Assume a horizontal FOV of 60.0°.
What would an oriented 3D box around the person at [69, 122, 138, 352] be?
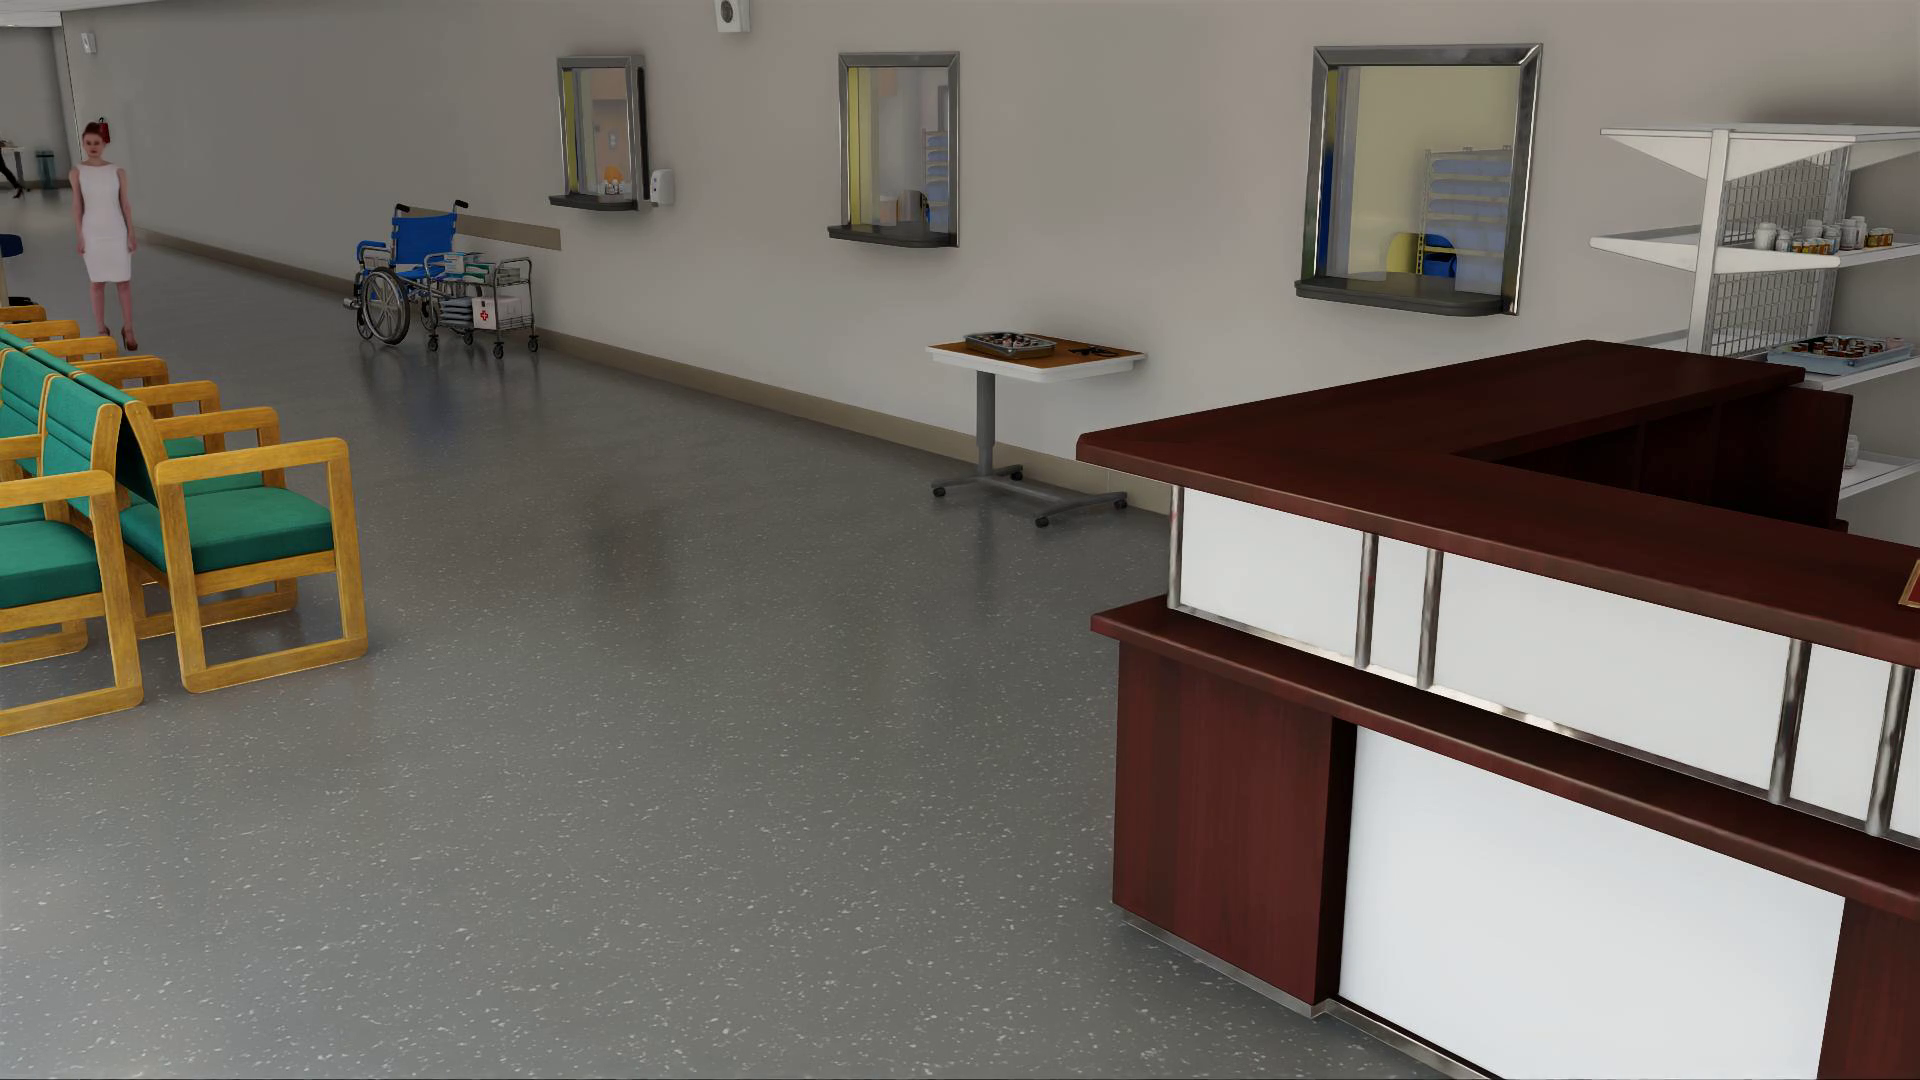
[{"bbox_3d":[-6.765,-2.385,13.179,0.486,1.794,0.673,-9,18,-29],"label":"person"}]
